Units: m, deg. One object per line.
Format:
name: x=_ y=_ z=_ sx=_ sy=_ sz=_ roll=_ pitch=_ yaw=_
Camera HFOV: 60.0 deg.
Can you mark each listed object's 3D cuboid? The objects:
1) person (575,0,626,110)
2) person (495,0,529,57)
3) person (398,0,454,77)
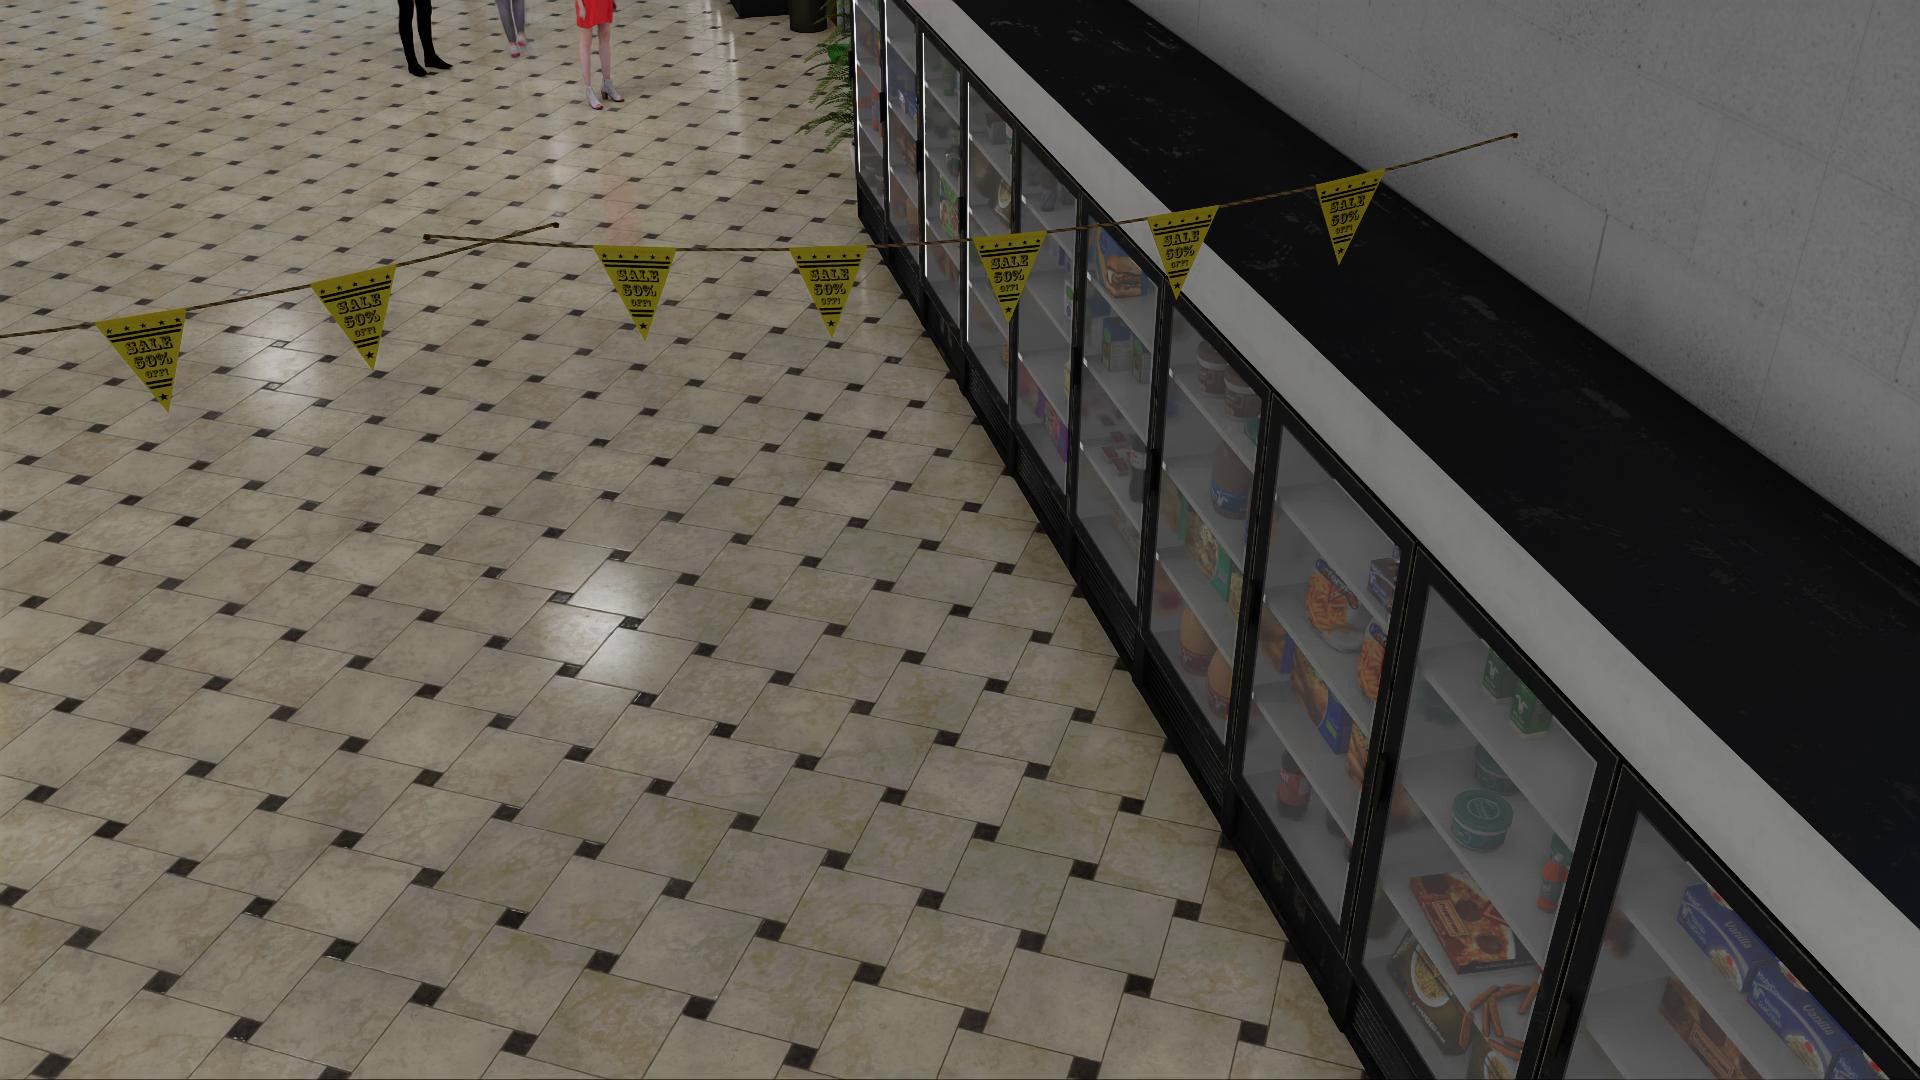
person: x=-3.199 y=-4.720 z=14.505 sx=0.731 sy=1.827 sz=0.641 roll=22 pitch=38 yaw=31
person: x=-4.341 y=-5.437 z=15.879 sx=0.715 sy=1.593 sz=0.676 roll=-11 pitch=34 yaw=-17
person: x=-5.072 y=-5.287 z=15.355 sx=0.845 sy=1.892 sz=0.765 roll=20 pitch=37 yaw=29
